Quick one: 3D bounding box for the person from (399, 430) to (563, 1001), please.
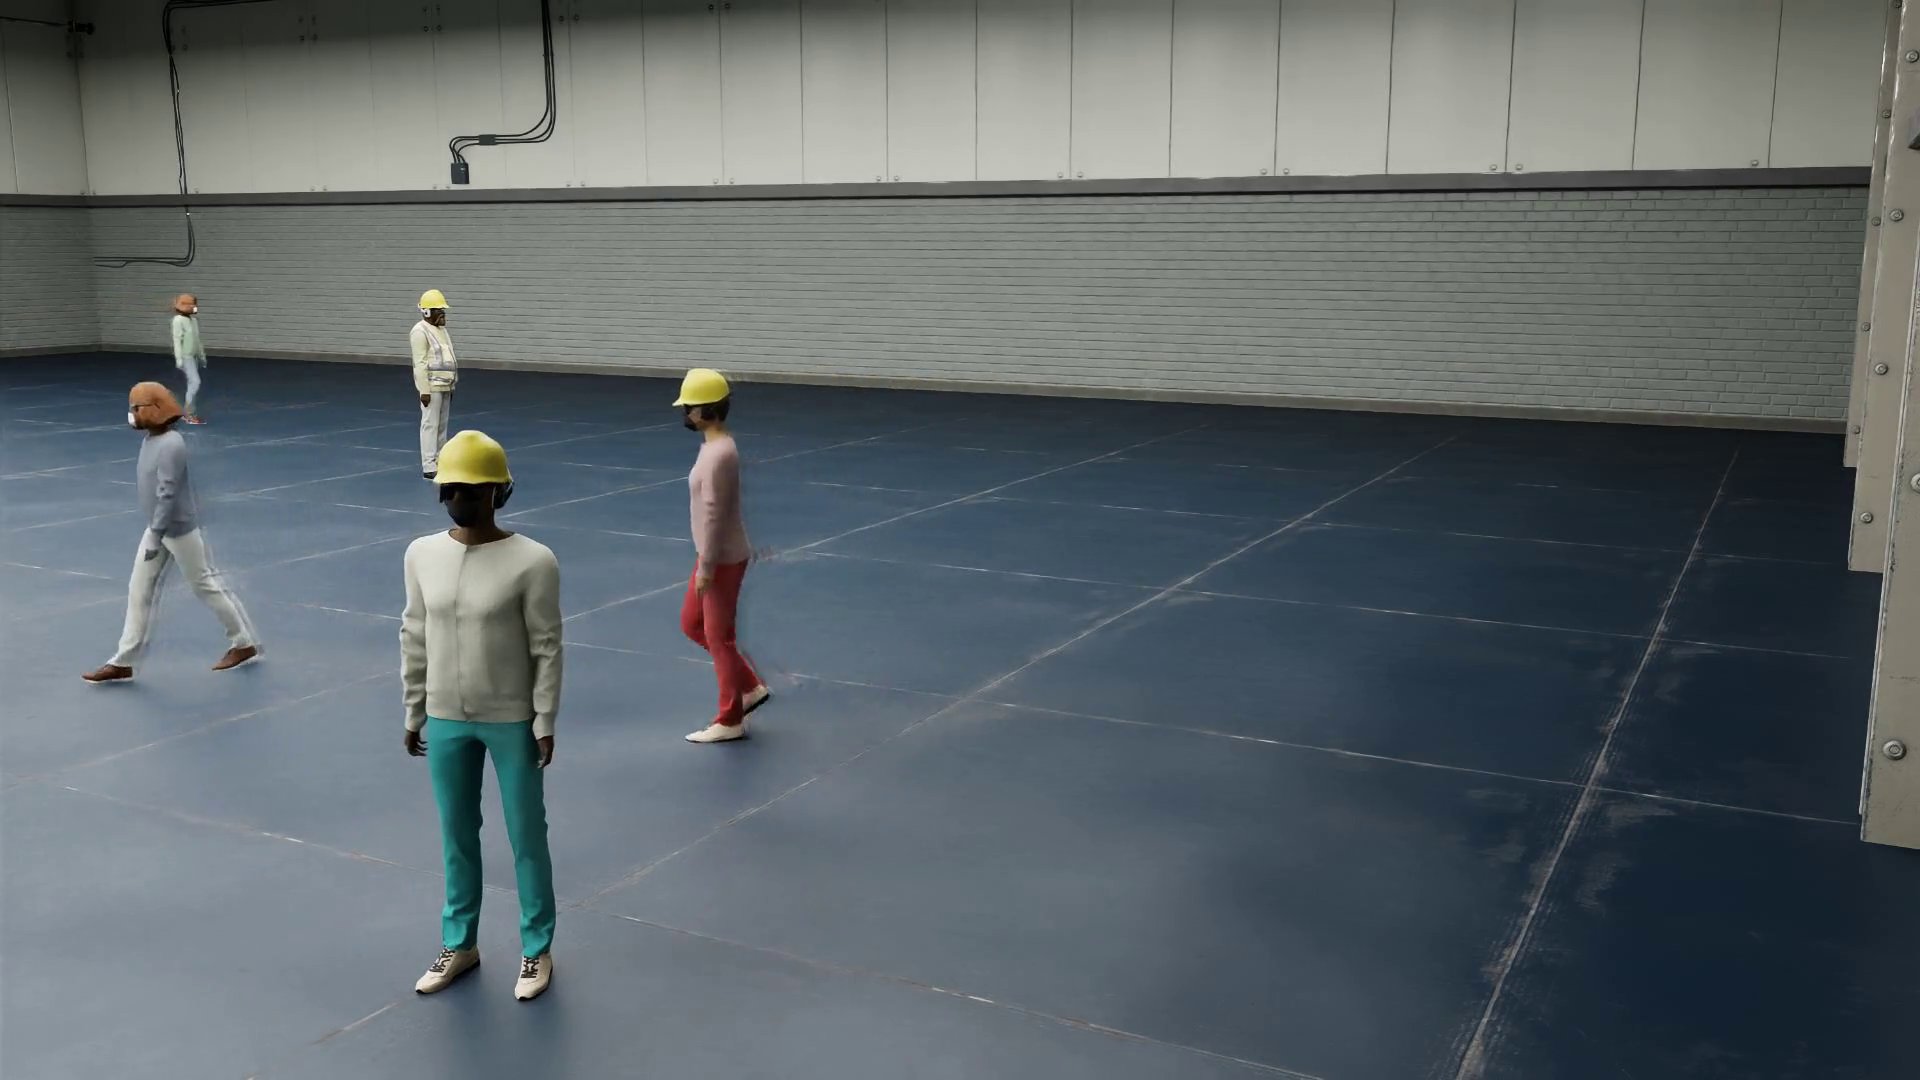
[{"bbox_3d":[-1.472,0.542,5.130,0.524,1.772,0.301,2,11,9],"label":"person"}]

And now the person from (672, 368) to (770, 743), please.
[{"bbox_3d":[-1.144,0.086,7.677,0.359,1.755,0.525,-2,11,-9],"label":"person"}]

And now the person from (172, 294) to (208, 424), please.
[{"bbox_3d":[-9.534,-2.241,20.669,0.362,1.620,0.533,0,10,1],"label":"person"}]

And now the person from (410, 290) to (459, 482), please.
[{"bbox_3d":[-5.027,-1.479,15.978,0.404,1.830,0.600,1,10,5],"label":"person"}]

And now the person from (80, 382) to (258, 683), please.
[{"bbox_3d":[-4.209,-0.045,8.817,0.500,1.588,0.858,10,14,43],"label":"person"}]
